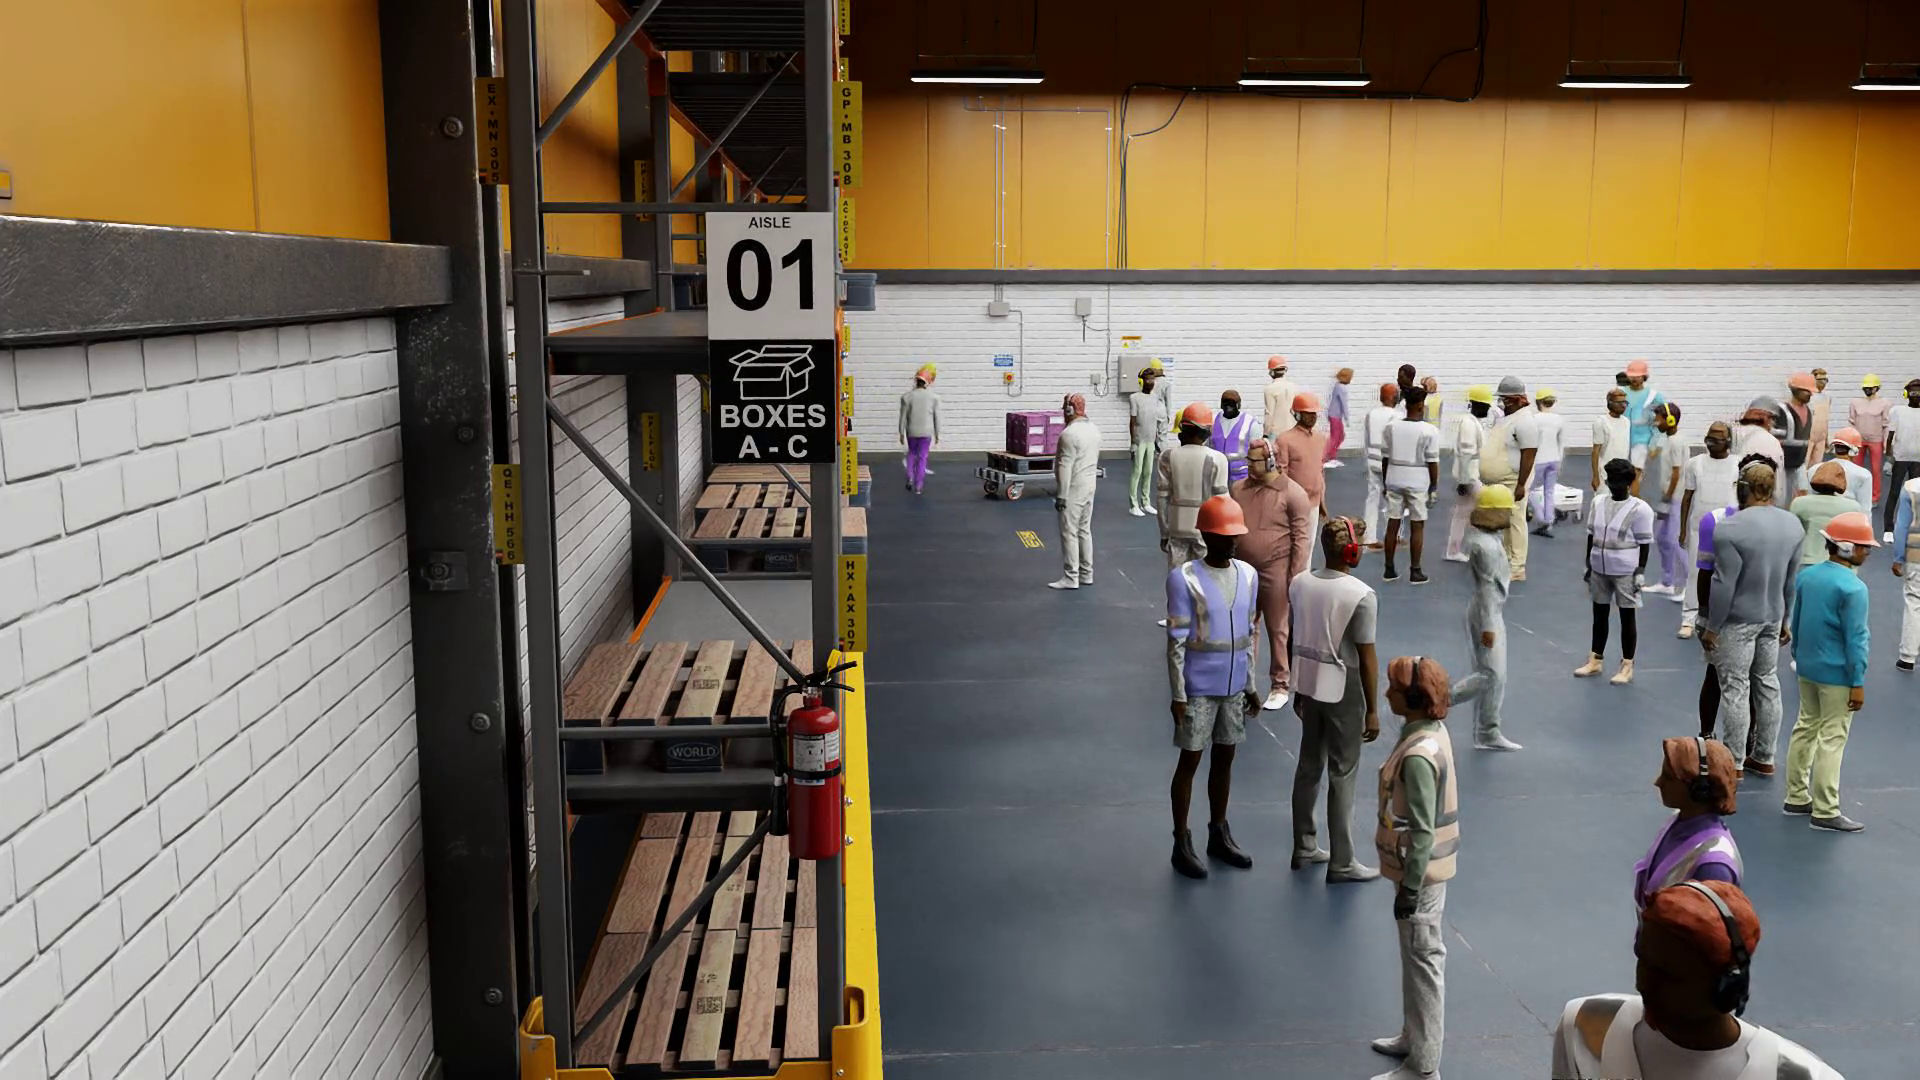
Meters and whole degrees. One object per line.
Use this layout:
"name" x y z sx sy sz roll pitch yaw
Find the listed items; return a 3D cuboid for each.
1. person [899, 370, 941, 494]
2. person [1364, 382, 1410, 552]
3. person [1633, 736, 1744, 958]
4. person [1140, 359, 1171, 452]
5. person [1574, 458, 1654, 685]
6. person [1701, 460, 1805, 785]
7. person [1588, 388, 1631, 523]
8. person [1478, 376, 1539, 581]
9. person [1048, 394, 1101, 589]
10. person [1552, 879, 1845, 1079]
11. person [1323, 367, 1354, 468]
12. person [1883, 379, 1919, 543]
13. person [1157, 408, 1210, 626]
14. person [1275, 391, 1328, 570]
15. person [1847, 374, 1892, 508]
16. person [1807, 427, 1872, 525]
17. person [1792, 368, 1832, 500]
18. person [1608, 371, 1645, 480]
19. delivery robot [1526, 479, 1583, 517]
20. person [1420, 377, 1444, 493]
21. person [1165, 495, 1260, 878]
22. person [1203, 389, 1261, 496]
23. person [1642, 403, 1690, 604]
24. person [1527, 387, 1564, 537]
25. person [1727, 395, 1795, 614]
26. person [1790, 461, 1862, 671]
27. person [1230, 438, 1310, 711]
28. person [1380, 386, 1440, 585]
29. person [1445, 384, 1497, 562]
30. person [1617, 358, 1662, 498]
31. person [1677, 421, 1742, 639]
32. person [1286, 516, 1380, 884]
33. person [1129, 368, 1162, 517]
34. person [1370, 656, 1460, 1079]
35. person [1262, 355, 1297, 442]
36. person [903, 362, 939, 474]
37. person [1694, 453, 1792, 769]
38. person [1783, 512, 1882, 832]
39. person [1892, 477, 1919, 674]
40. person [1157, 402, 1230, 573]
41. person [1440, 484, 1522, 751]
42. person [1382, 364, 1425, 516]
"person" -0.559 -1.514 23.232 0.570 1.716 0.539 1 9 6
"person" 4.732 -0.803 18.306 0.763 1.856 0.605 -7 12 -38
"person" 2.243 1.404 5.156 0.308 1.640 0.511 2 9 10
"person" 3.034 -1.941 25.837 0.485 1.744 0.308 0 9 1
"person" 4.877 0.227 12.378 0.322 1.692 0.531 -6 11 -32
"person" 4.715 0.492 9.945 0.635 1.938 0.354 -3 10 -20
"person" 6.921 -0.695 17.693 0.514 1.844 0.328 -5 10 -28
"person" 5.443 -0.616 16.586 0.535 2.000 0.684 0 9 -1
"person" 1.114 -0.474 16.170 0.401 1.893 0.654 5 10 30
"person" 1.429 1.573 3.332 0.581 1.882 0.339 8 12 40
"person" 5.922 -1.915 26.119 0.503 1.588 0.529 0 9 2
"person" 10.757 -0.892 18.851 0.513 1.872 0.328 1 9 9
"person" 1.950 -0.171 14.160 0.371 1.923 0.586 -4 10 -26
"person" 3.095 -0.350 15.056 0.612 1.995 0.382 -7 11 -36
"person" 11.833 -1.285 21.686 0.528 1.761 0.342 9 13 43
"person" 7.531 -0.096 14.247 0.347 1.743 0.566 -6 11 -33
"person" 10.994 -1.292 21.441 0.514 1.845 0.338 -3 9 -16
"person" 9.572 -1.597 23.928 0.728 1.671 0.532 -5 11 -31
"delivery robot" 7.231 -0.510 20.274 0.707 0.478 0.477 -4 10 -23
"person" 6.459 -1.435 22.981 0.513 1.641 0.307 -6 11 -33
"person" 1.298 0.731 8.446 0.542 1.939 0.359 -5 10 -29
"person" 2.869 -0.687 17.703 0.623 1.835 0.431 5 10 27
"person" 6.714 -0.348 15.536 0.535 1.844 0.769 3 9 17
"person" 6.766 -0.903 19.308 0.546 1.736 0.454 -3 10 -19
"person" 7.077 -0.316 14.703 0.958 2.000 0.755 -2 9 -14
"person" 6.569 0.209 12.676 0.504 1.632 0.287 7 11 37
"person" 2.109 0.235 11.672 0.651 1.903 0.404 9 13 43
"person" 4.419 -0.540 16.373 0.610 1.960 0.371 7 11 37
"person" 5.484 -0.674 17.398 0.796 1.898 0.605 3 10 19
"person" 8.278 -1.223 20.439 0.623 2.020 0.506 7 12 39
"person" 6.244 -0.072 13.790 0.521 1.841 0.331 4 10 26
"person" 1.862 0.795 8.334 0.378 1.844 0.569 -6 11 -32
"person" 2.349 -1.237 21.018 0.517 1.873 0.328 -8 12 -40
"person" 1.699 1.236 6.210 0.314 1.640 0.516 3 10 18
"person" 4.143 -1.415 21.751 0.622 1.990 0.389 -8 12 -42
"person" -0.555 -1.838 25.247 0.477 1.716 0.530 2 9 11
"person" 4.805 0.440 10.193 0.609 1.964 0.364 -1 9 -4
"person" 4.812 0.712 9.151 0.337 1.747 0.573 -1 9 -4
"person" 7.415 0.122 12.633 0.600 1.824 0.403 3 10 19
"person" 1.851 -0.069 13.146 0.605 2.044 0.375 5 10 30
"person" 3.286 0.499 10.542 0.555 1.727 0.499 3 10 21
"person" 5.637 -1.257 20.990 0.392 1.920 0.587 -2 9 -14
